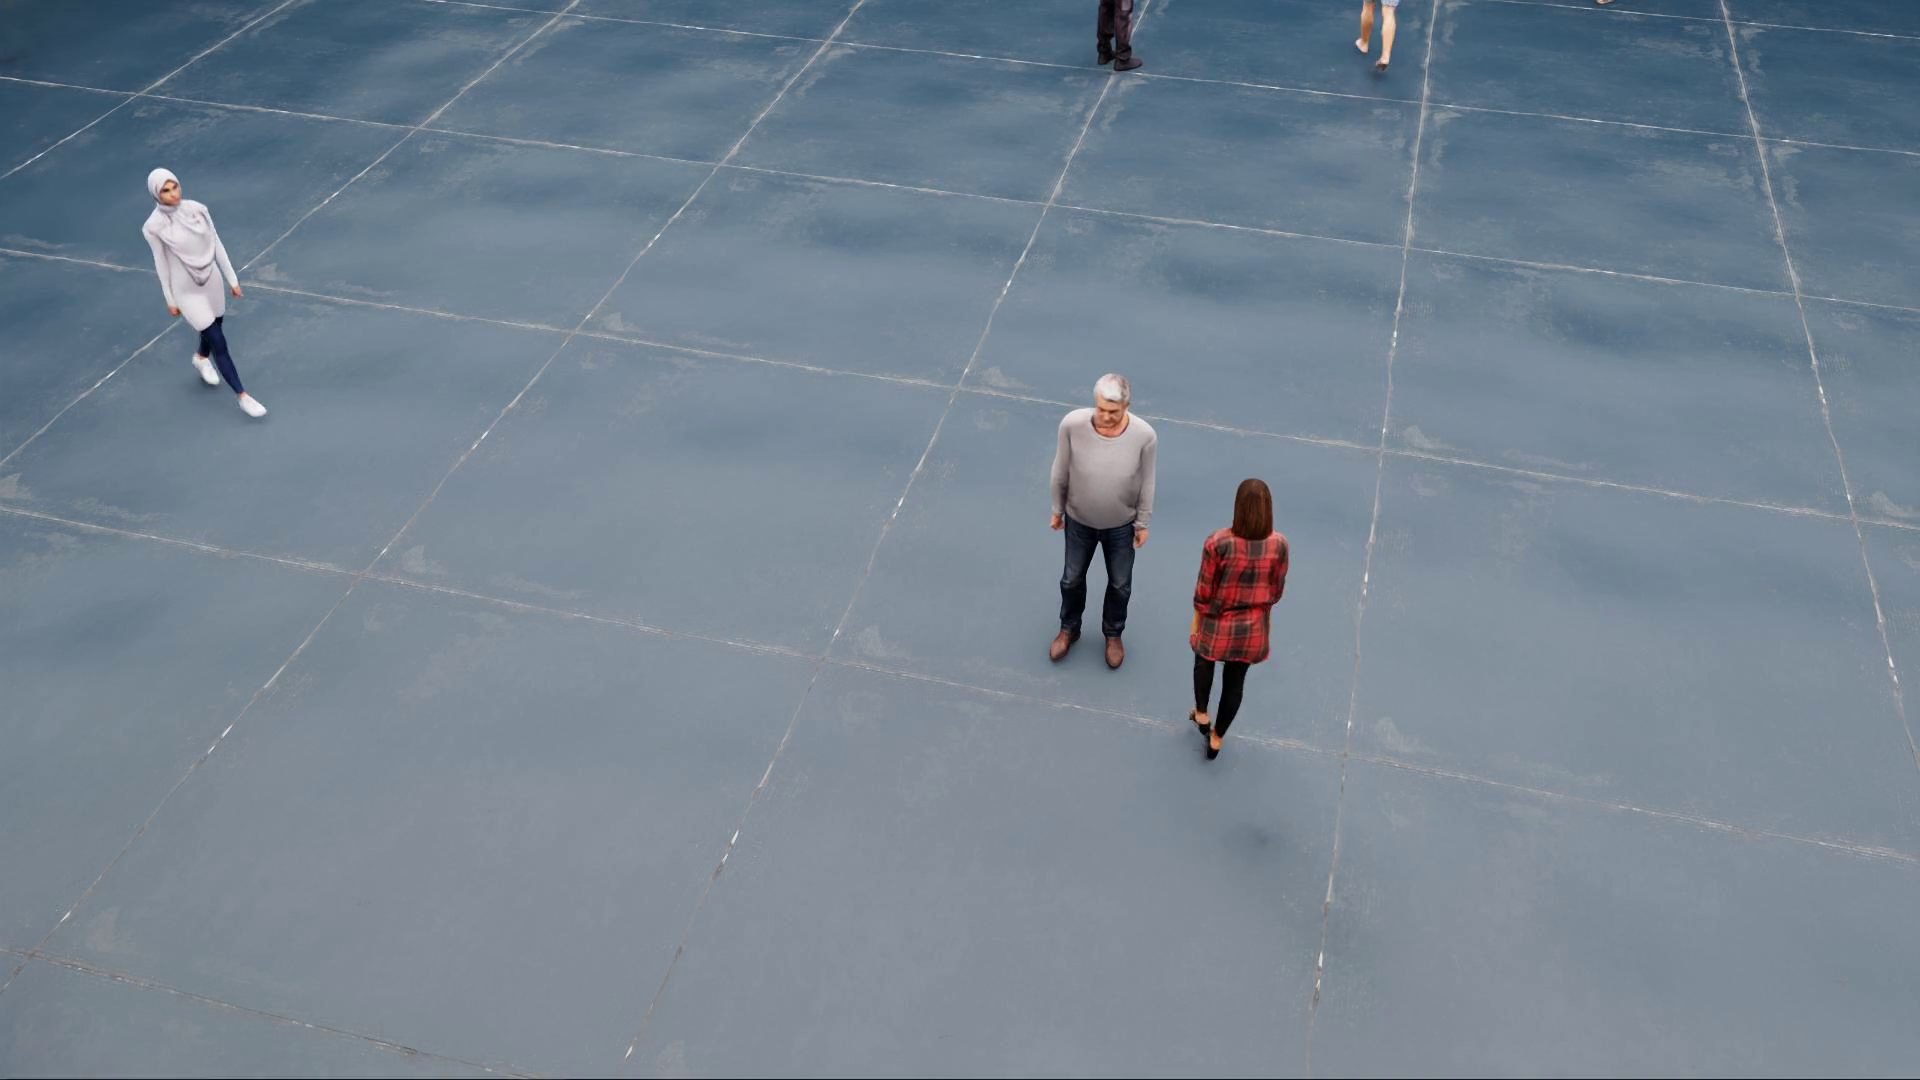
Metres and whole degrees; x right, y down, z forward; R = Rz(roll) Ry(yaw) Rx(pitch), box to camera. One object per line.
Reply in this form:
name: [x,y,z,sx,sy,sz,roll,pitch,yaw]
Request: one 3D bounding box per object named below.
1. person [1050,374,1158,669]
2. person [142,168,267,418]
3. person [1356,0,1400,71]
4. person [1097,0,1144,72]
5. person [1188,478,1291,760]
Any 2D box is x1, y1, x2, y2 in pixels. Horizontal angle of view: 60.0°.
person: [0.779,-0.133,9.185,0.722,1.900,0.613,8,39,10]
person: [-5.220,-1.713,11.333,0.991,1.742,1.151,26,45,29]
person: [4.123,-5.449,16.051,0.834,1.812,1.219,0,38,1]
person: [1.524,-5.489,16.091,0.800,1.826,0.788,-29,46,-31]
person: [1.421,0.484,8.576,0.696,1.678,0.694,0,38,0]
